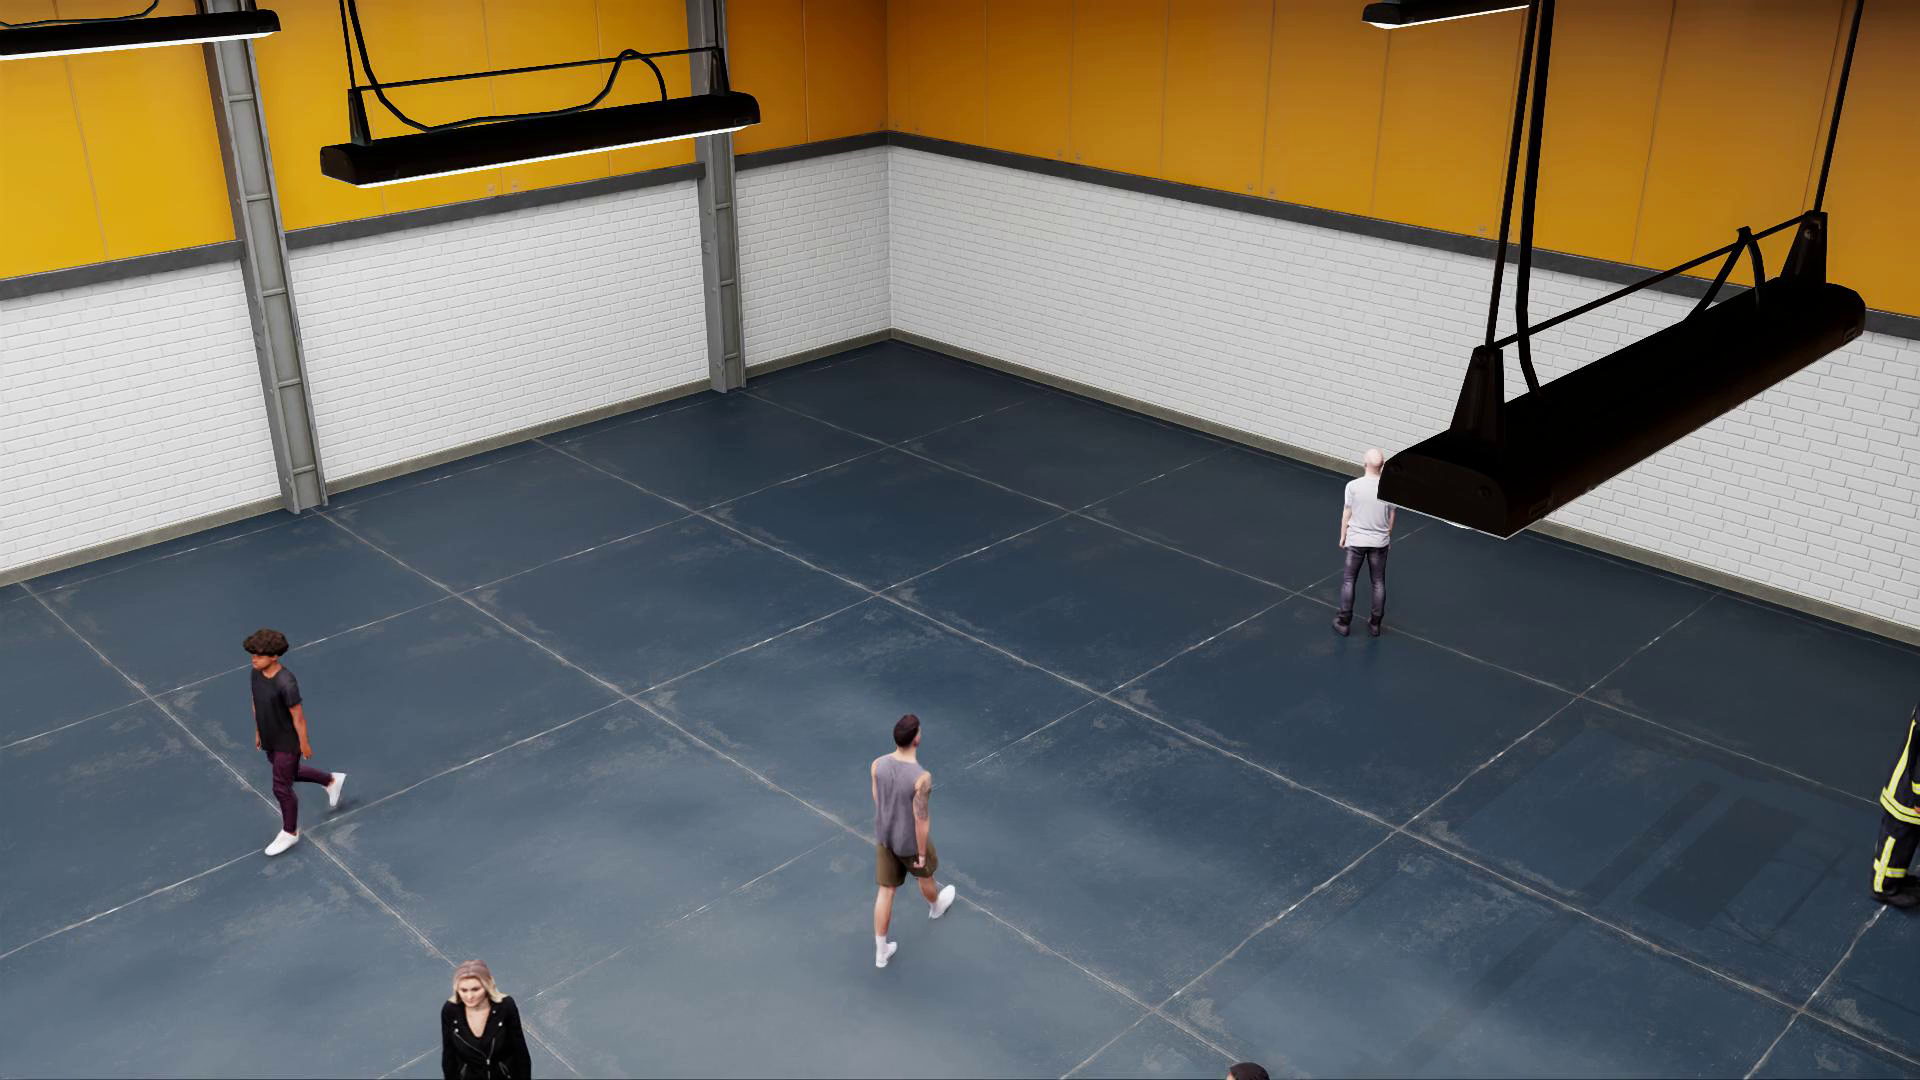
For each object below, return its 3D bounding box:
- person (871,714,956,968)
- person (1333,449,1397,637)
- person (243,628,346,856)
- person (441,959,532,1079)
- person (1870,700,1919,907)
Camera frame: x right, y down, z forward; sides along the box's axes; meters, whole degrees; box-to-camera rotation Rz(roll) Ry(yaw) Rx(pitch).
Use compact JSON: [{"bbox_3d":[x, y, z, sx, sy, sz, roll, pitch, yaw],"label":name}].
[{"bbox_3d":[-0.441,2.057,11.182,0.885,1.799,1.220,11,26,24],"label":"person"},{"bbox_3d":[3.818,0.023,15.611,0.737,1.829,0.794,0,24,1],"label":"person"},{"bbox_3d":[-5.021,1.435,12.472,0.710,1.756,1.071,16,28,33],"label":"person"},{"bbox_3d":[-2.550,2.970,9.051,0.668,1.682,0.758,-3,24,-7],"label":"person"},{"bbox_3d":[6.749,1.679,11.700,0.900,1.927,0.695,14,27,29],"label":"person"}]
